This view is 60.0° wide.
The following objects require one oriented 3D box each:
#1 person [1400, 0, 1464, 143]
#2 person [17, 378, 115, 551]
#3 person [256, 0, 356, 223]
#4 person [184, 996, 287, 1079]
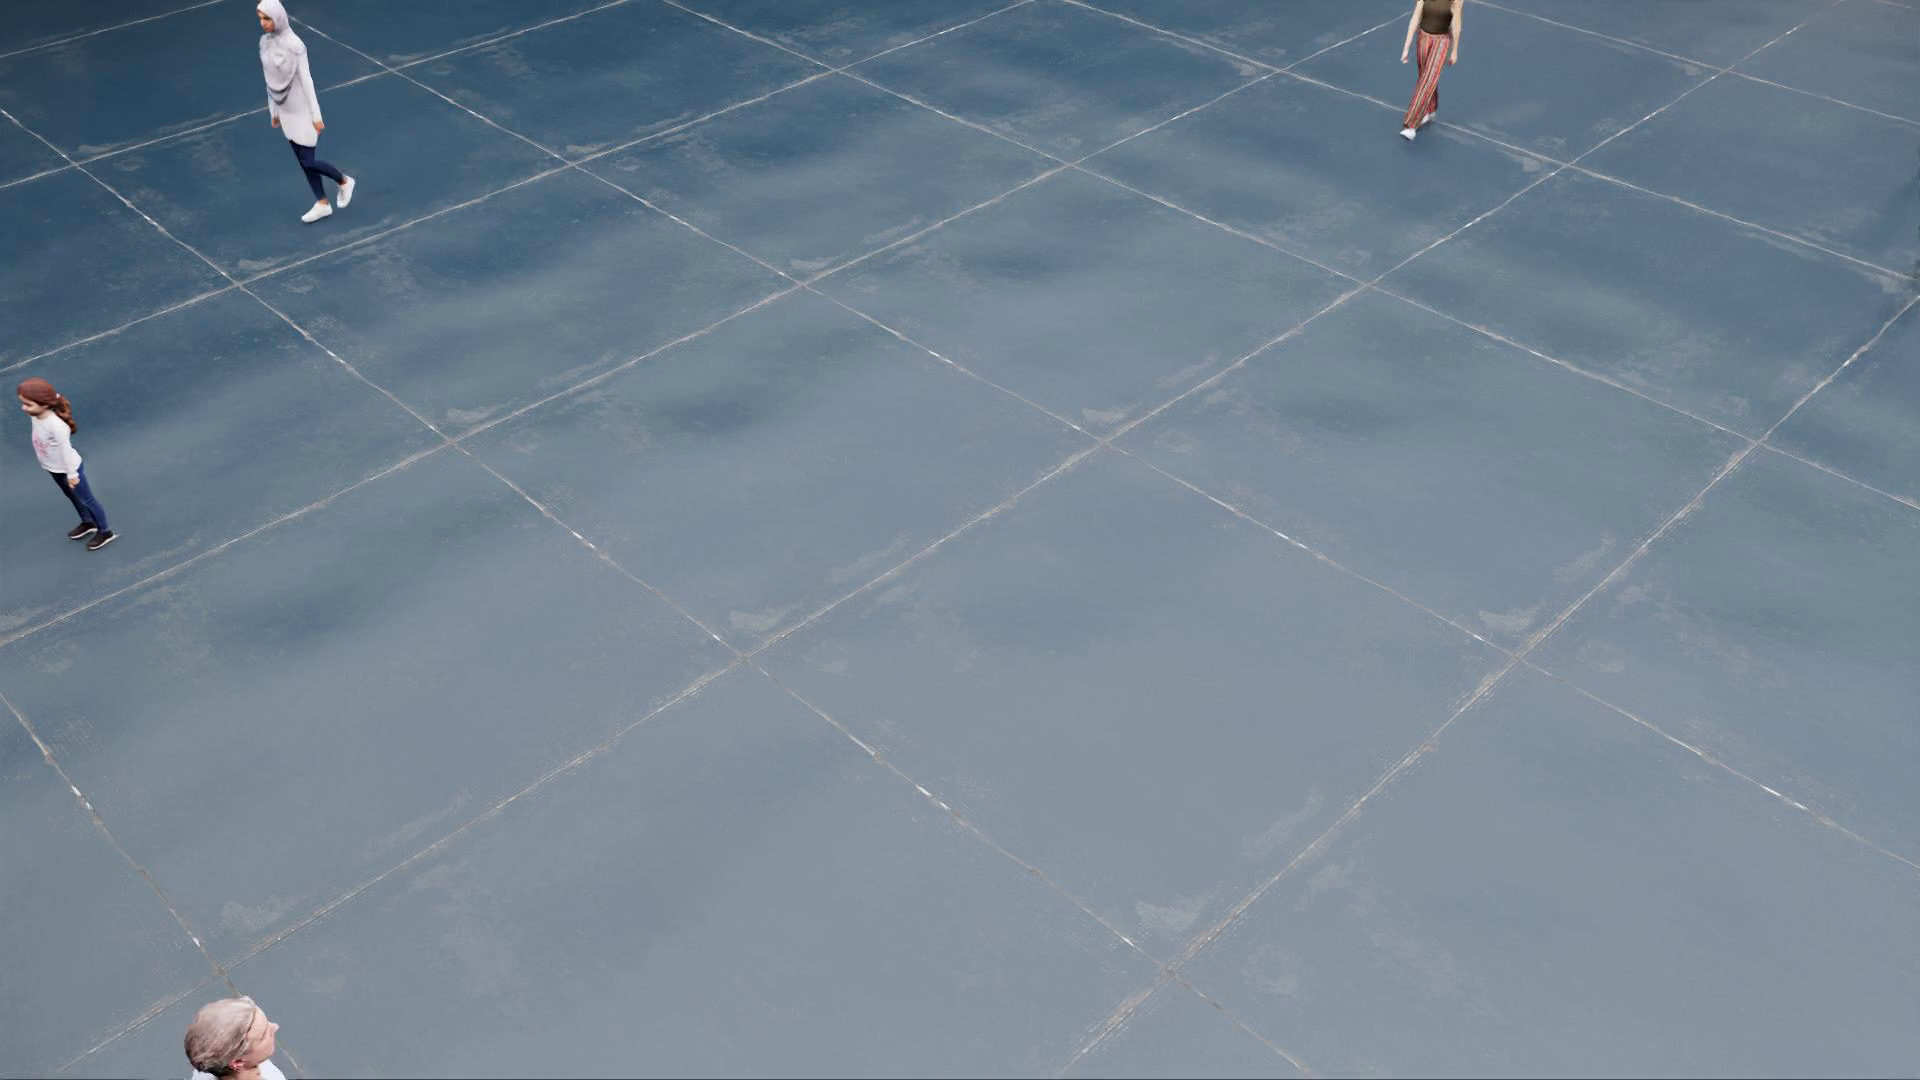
[{"bbox_3d":[4.086,-4.251,14.306,0.680,1.514,1.109,24,43,28],"label":"person"},{"bbox_3d":[-5.199,-0.460,9.654,0.465,1.110,0.492,24,43,28],"label":"person"},{"bbox_3d":[-5.064,-3.342,12.903,0.679,1.766,0.759,21,42,26],"label":"person"},{"bbox_3d":[-2.290,2.214,5.509,1.026,1.870,0.815,-20,41,-24],"label":"person"}]
